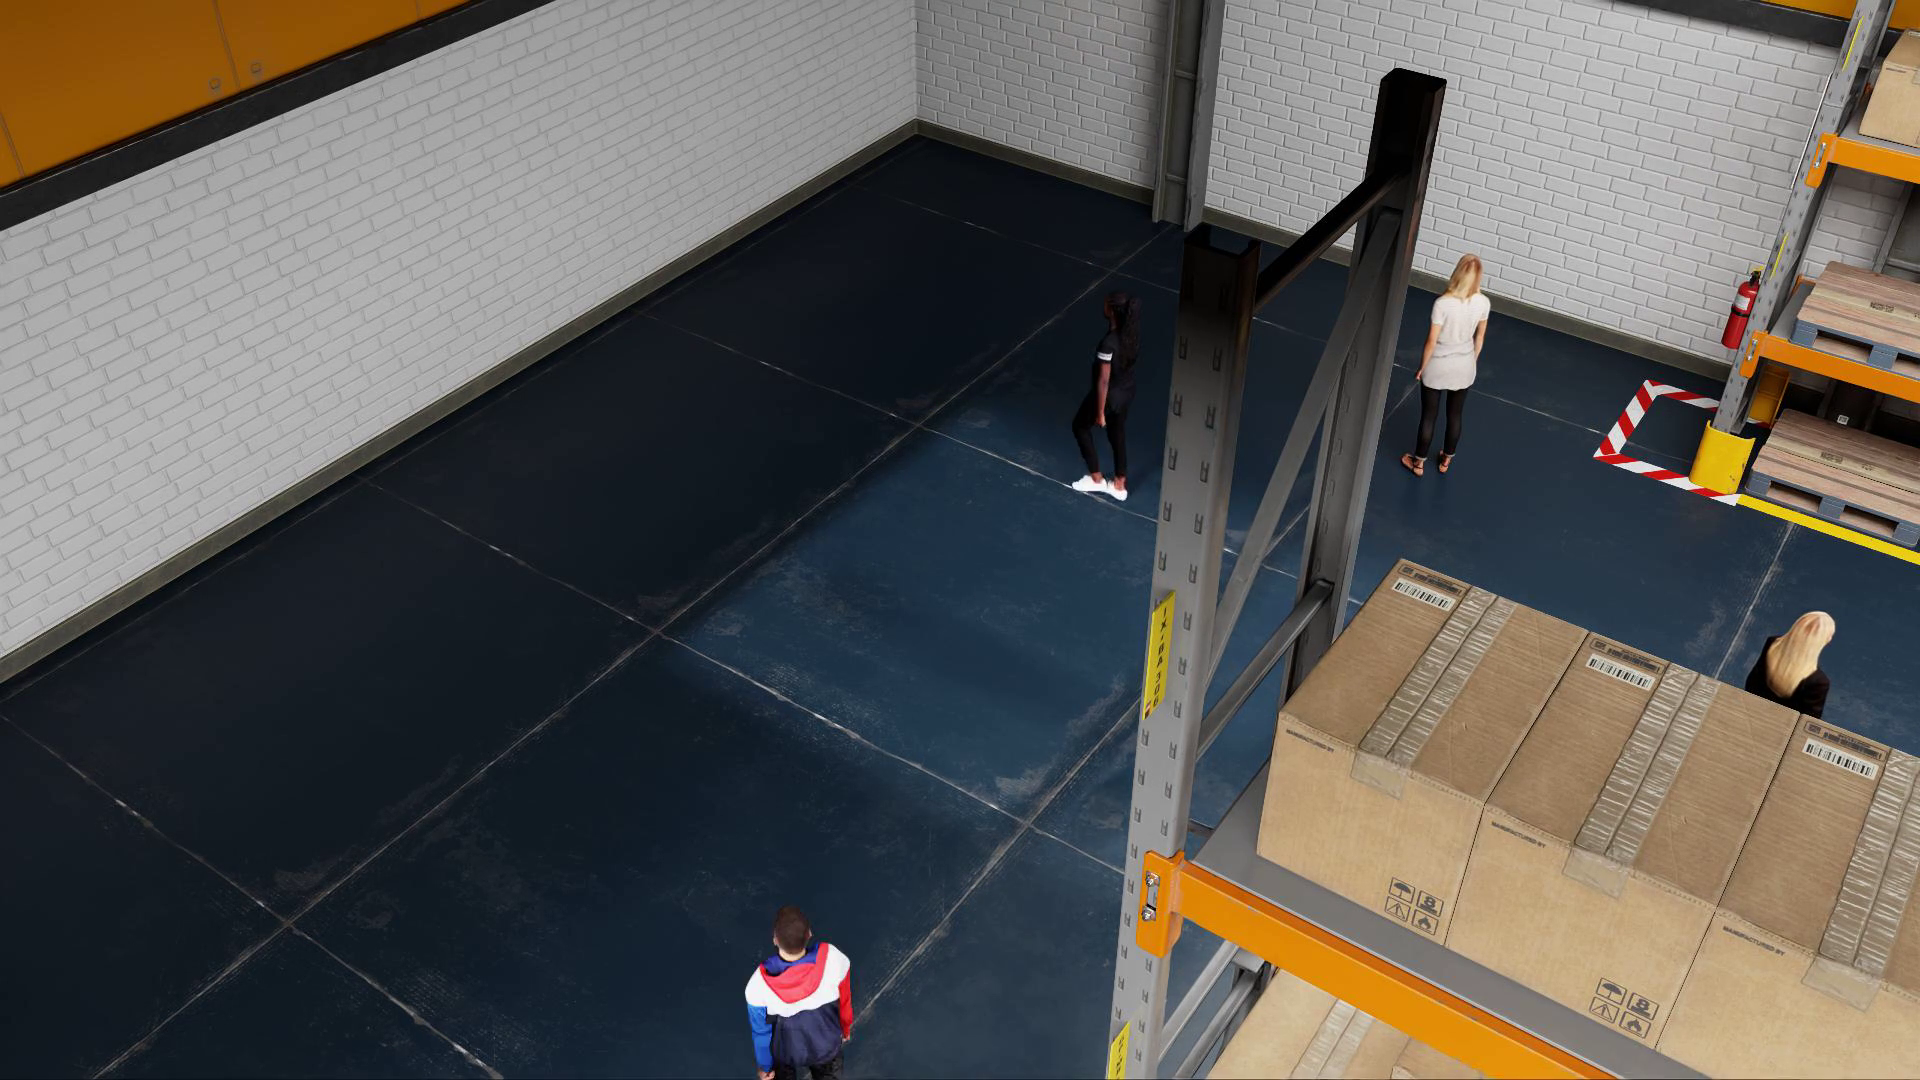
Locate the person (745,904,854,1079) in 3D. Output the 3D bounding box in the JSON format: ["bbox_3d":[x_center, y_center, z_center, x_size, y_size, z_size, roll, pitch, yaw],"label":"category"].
[{"bbox_3d":[-0.695,2.383,7.668,1.080,1.725,1.213,-11,40,-13],"label":"person"}]

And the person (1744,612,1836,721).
[{"bbox_3d":[4.450,1.104,9.175,0.758,1.843,0.647,-16,41,-19],"label":"person"}]

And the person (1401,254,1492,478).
[{"bbox_3d":[3.575,-1.258,12.146,0.659,1.827,0.732,-4,39,-5],"label":"person"}]

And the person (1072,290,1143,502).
[{"bbox_3d":[1.151,-0.986,11.893,0.631,1.716,0.616,24,44,27],"label":"person"}]
